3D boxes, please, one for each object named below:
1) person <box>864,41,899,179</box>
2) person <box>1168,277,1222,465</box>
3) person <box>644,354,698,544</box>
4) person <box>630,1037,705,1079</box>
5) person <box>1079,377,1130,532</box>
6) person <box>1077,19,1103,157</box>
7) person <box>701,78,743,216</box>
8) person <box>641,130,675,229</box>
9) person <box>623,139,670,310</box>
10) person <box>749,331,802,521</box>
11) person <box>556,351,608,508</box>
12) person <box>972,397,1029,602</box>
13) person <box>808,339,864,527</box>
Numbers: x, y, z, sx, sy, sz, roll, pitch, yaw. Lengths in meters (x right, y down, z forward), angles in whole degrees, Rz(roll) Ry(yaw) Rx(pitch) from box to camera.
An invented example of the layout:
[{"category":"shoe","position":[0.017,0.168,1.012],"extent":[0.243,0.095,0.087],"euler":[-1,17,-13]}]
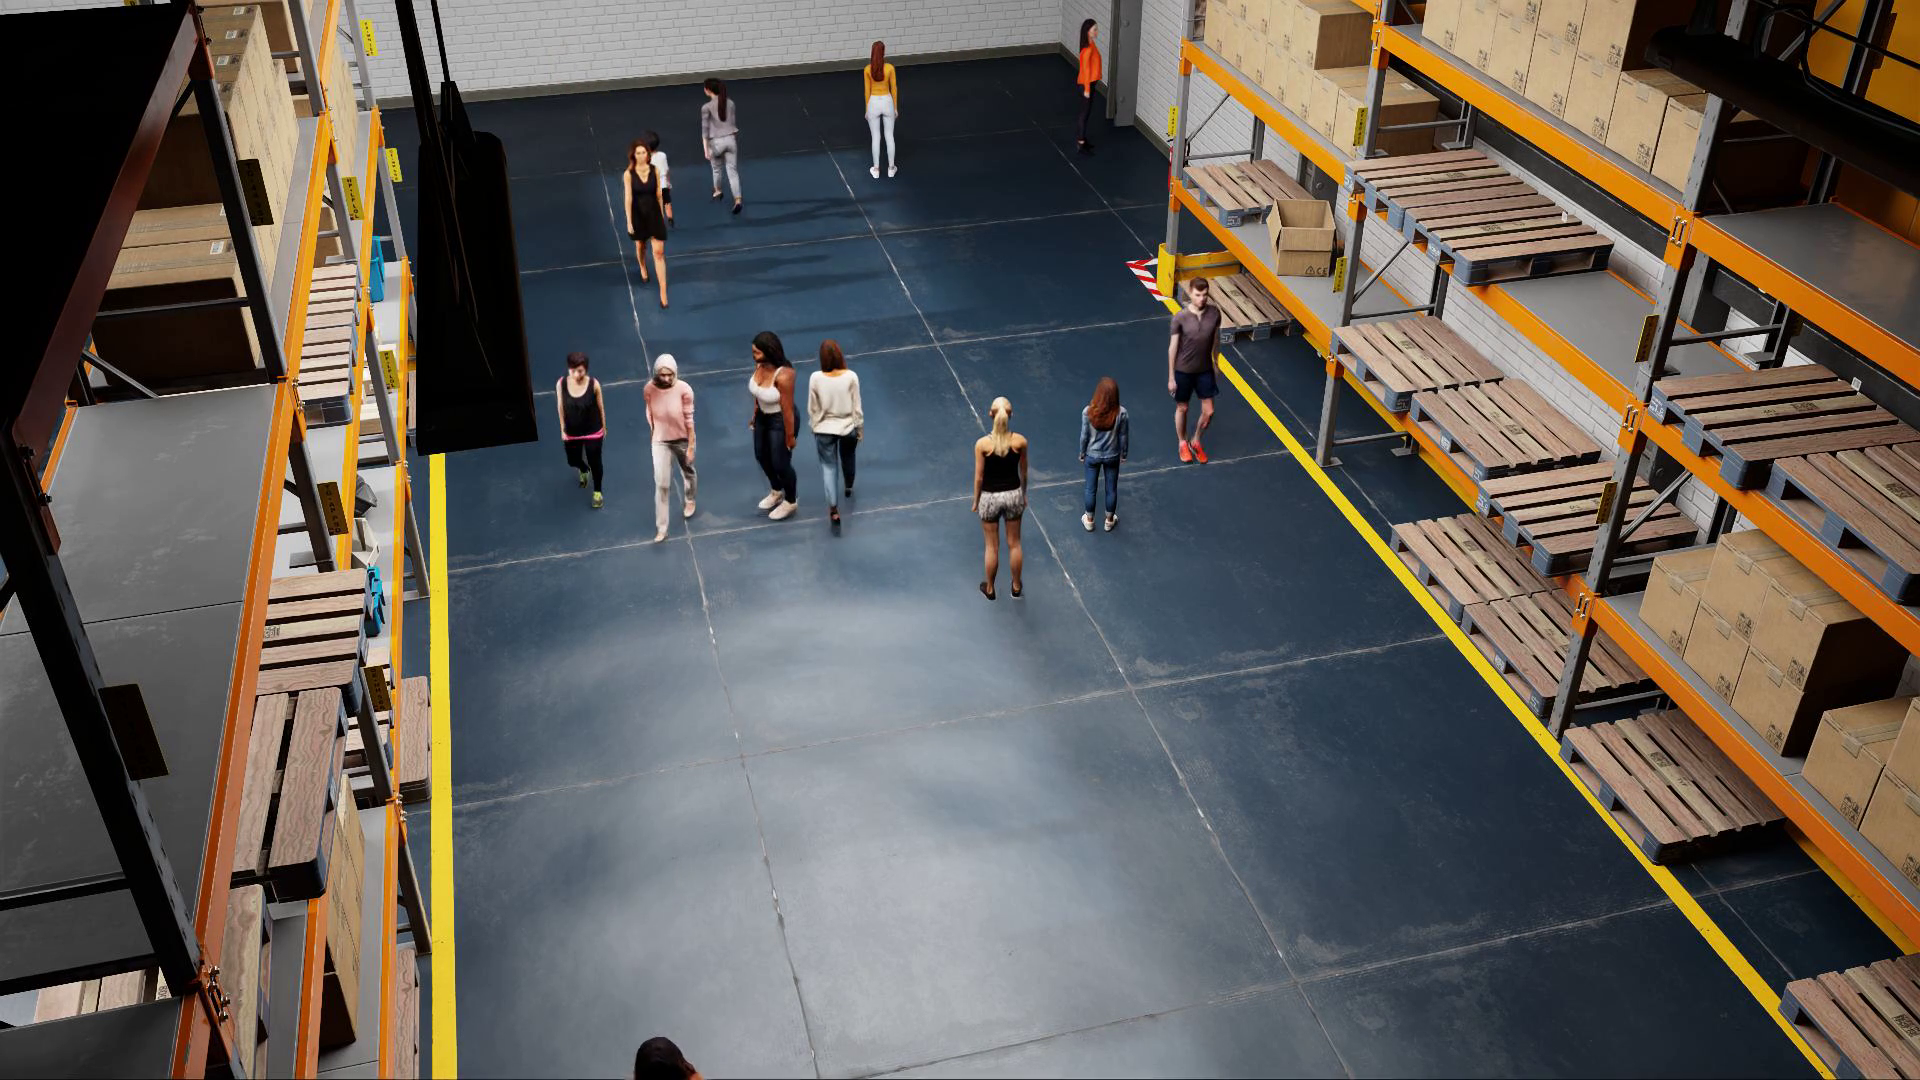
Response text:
[{"category":"person","position":[-0.999,-5.459,21.076],"extent":[0.611,1.751,0.609],"euler":[-3,34,-5]},{"category":"person","position":[2.104,-1.587,15.170],"extent":[0.702,1.841,0.646],"euler":[-6,34,-9]},{"category":"person","position":[-2.423,-0.883,14.259],"extent":[0.790,1.677,1.114],"euler":[1,34,2]},{"category":"person","position":[-1.425,3.057,8.305],"extent":[0.725,1.706,0.924],"euler":[-6,34,-9]},{"category":"person","position":[1.220,-0.735,14.215],"extent":[0.624,1.478,0.601],"euler":[2,34,3]},{"category":"person","position":[1.666,-5.956,21.826],"extent":[0.759,1.748,0.633],"euler":[5,34,8]},{"category":"person","position":[-2.813,-4.685,20.026],"extent":[0.799,1.625,1.148],"euler":[-17,37,-24]},{"category":"person","position":[-3.559,-4.221,19.662],"extent":[0.610,1.254,0.676],"euler":[-20,39,-28]},{"category":"person","position":[-3.430,-3.464,18.048],"extent":[0.719,1.780,1.197],"euler":[-13,36,-19]},{"category":"person","position":[-1.571,-1.035,14.388],"extent":[0.826,1.787,0.697],"euler":[-26,42,-34]},{"category":"person","position":[-3.303,-1.026,14.606],"extent":[0.622,1.531,0.762],"euler":[-1,34,-2]},{"category":"person","position":[0.330,-0.331,13.277],"extent":[0.638,1.845,0.567],"euler":[-4,34,-6]},{"category":"person","position":[-1.075,-0.888,14.301],"extent":[0.778,1.638,1.109],"euler":[-2,34,-2]}]
